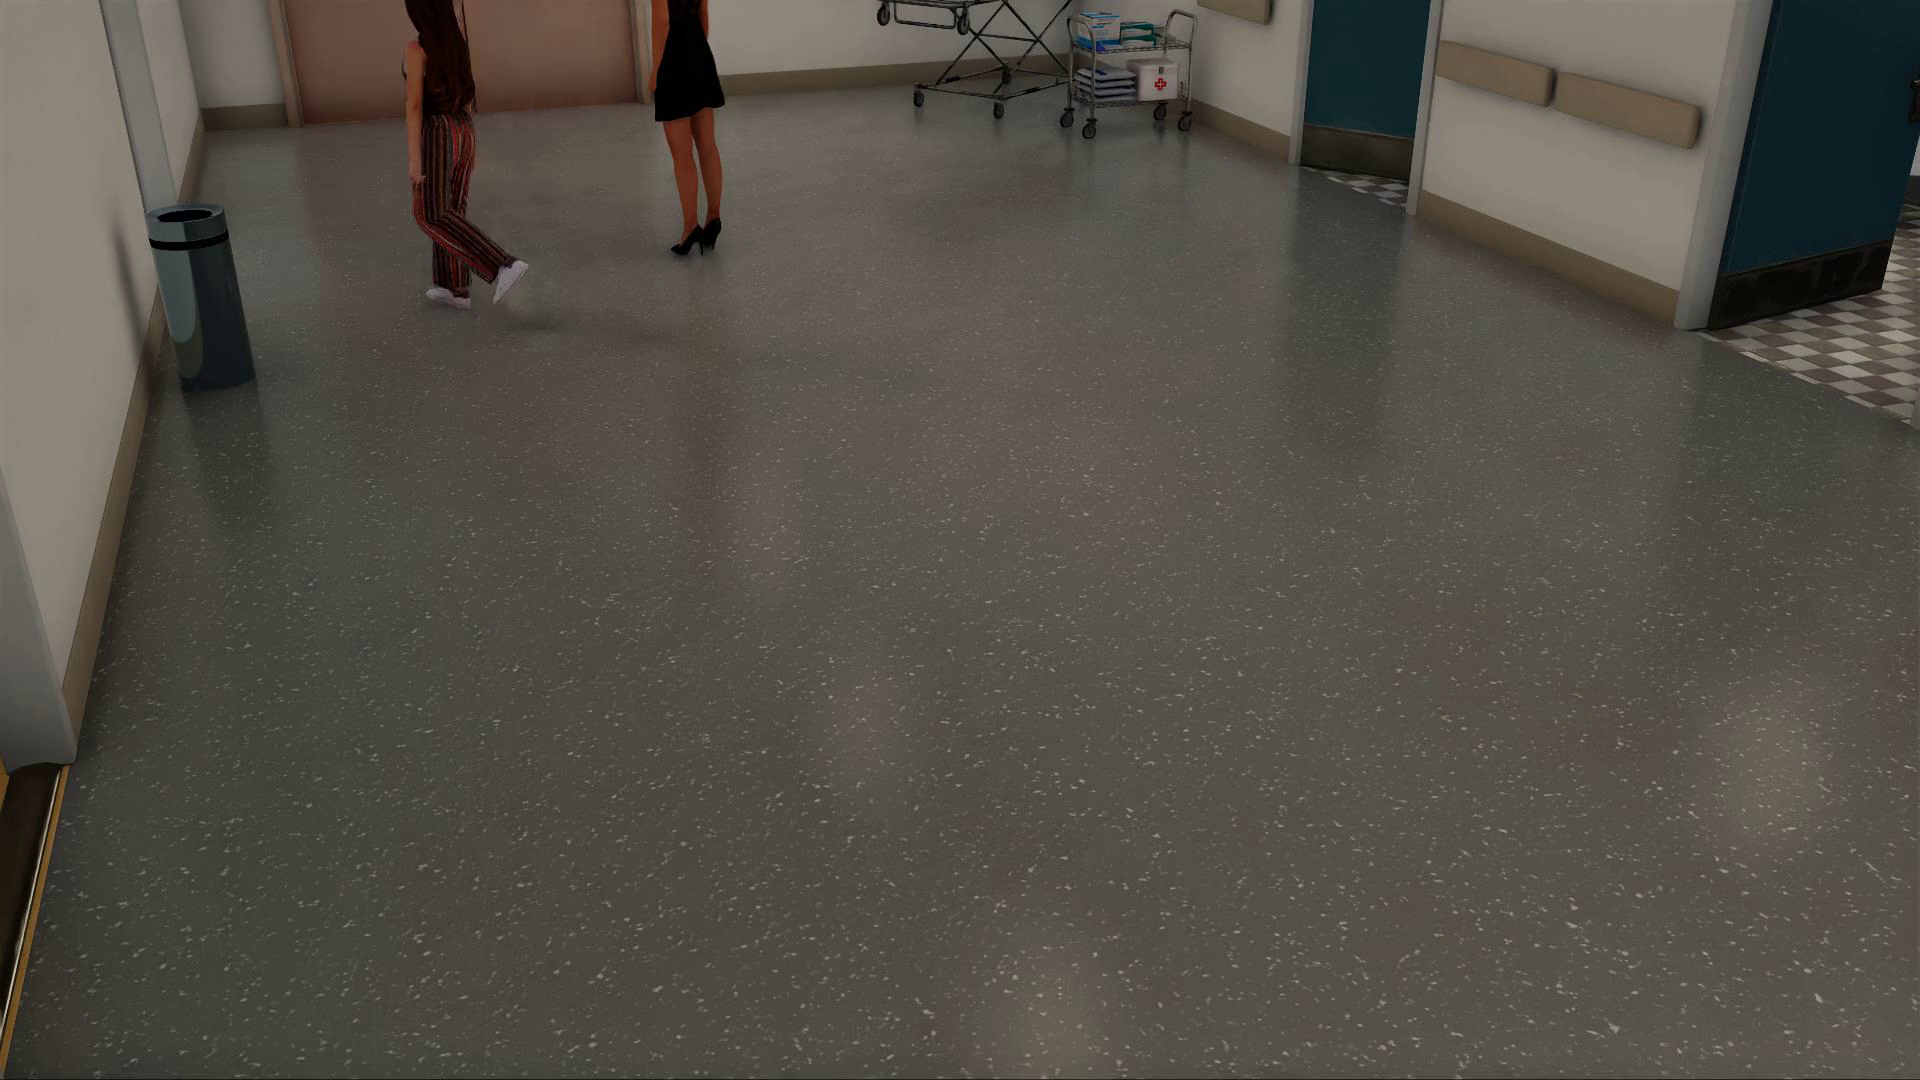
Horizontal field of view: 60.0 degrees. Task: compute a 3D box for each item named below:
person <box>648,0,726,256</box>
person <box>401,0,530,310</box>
[{"bbox_3d":[-1.398,-2.370,8.451,0.698,1.835,0.663,16,30,30],"label":"person"},{"bbox_3d":[-2.280,-1.775,7.548,0.935,1.547,0.890,11,28,21],"label":"person"}]
